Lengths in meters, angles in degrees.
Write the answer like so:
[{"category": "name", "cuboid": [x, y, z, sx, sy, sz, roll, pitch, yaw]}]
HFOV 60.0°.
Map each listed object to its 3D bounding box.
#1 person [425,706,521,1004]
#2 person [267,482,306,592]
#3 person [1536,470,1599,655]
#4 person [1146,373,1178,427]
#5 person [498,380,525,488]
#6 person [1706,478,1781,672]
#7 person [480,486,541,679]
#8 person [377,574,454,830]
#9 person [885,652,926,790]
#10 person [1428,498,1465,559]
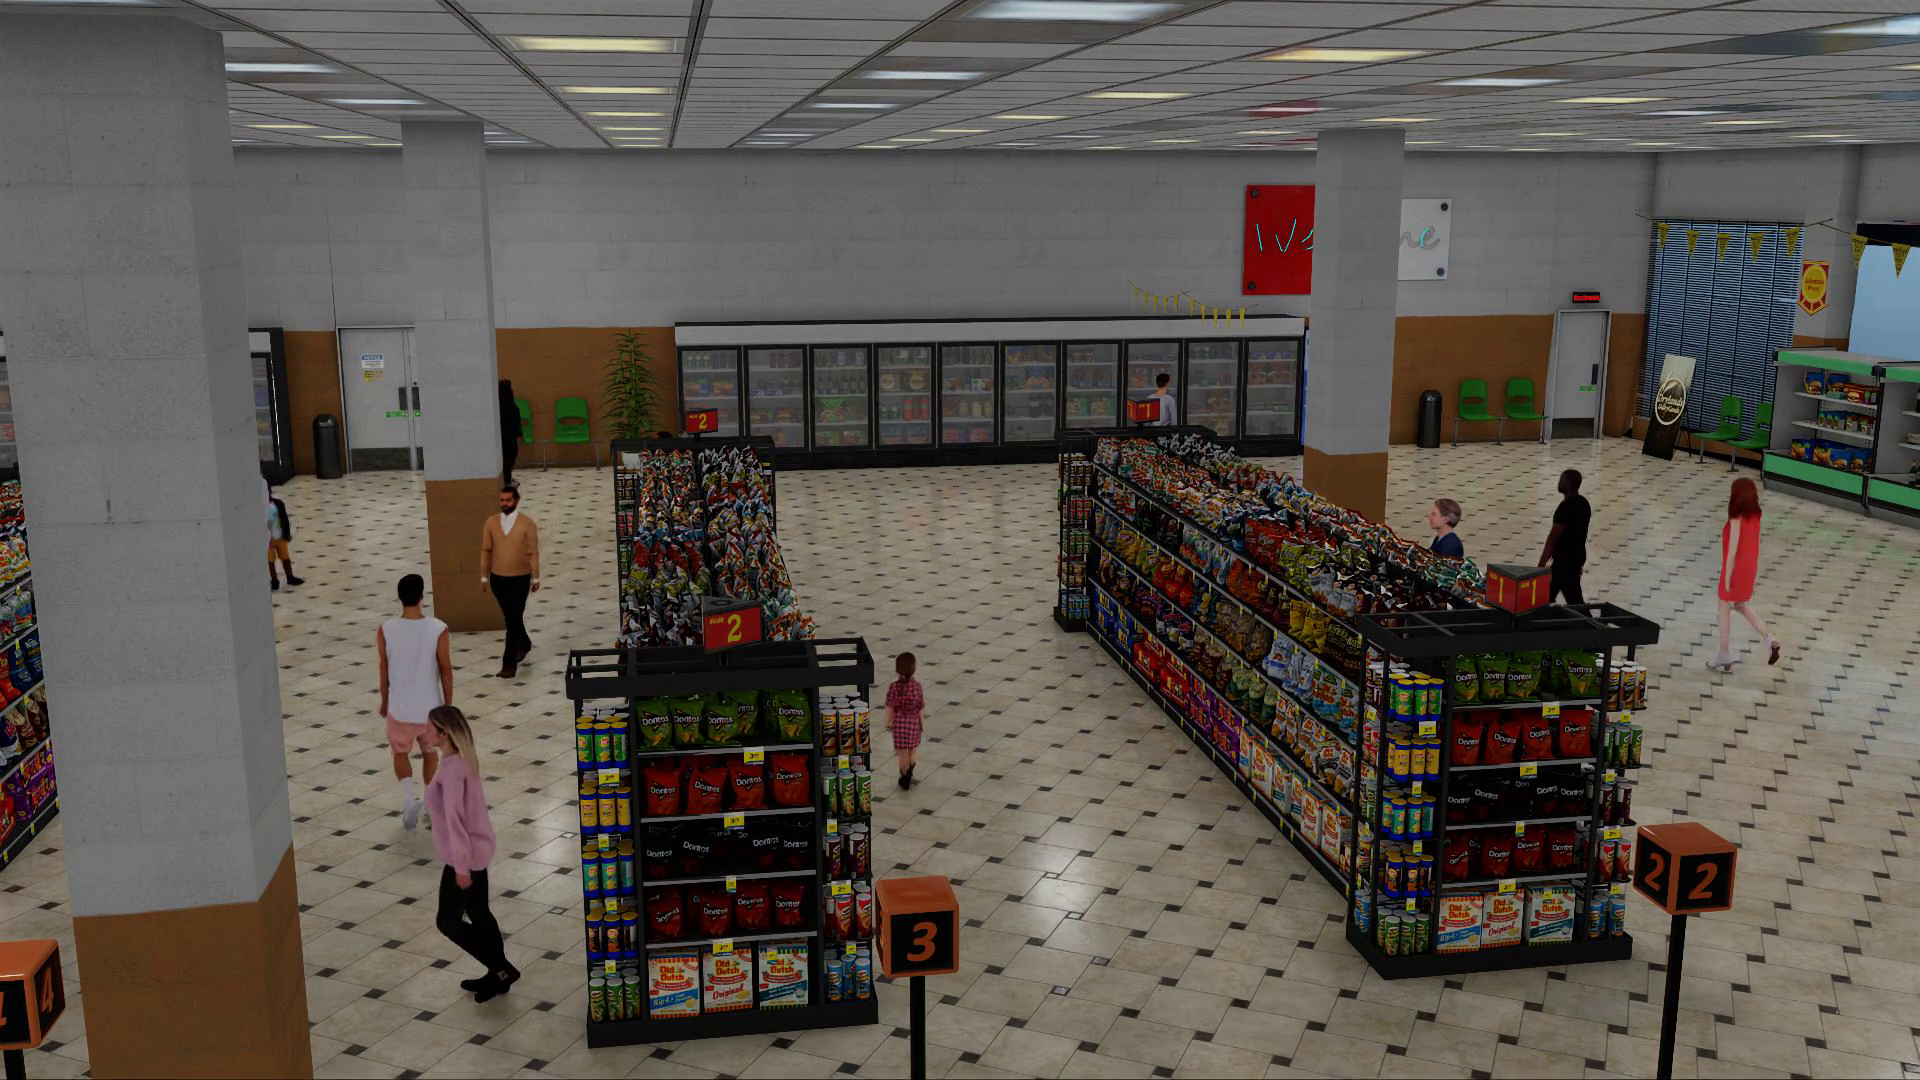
[{"category": "person", "cuboid": [-2.623, 1.712, 8.995, 0.669, 1.663, 0.598, -2, 12, -7]}, {"category": "person", "cuboid": [-7.577, -0.049, 18.376, 0.737, 1.243, 0.736, 9, 15, 35]}, {"category": "person", "cuboid": [5.763, 0.273, 15.560, 1.269, 1.774, 1.174, 9, 15, 38]}, {"category": "person", "cuboid": [2.840, -1.436, 23.501, 0.694, 1.847, 0.752, 8, 14, 34]}, {"category": "person", "cuboid": [-6.793, -1.566, 24.702, 0.816, 1.607, 0.706, -9, 15, -35]}, {"category": "person", "cuboid": [7.163, 0.351, 15.107, 0.808, 1.809, 1.000, -7, 14, -31]}, {"category": "person", "cuboid": [-4.100, 0.365, 15.276, 0.936, 1.711, 1.287, 2, 12, 8]}, {"category": "person", "cuboid": [-3.764, 1.141, 11.447, 0.738, 1.770, 0.965, -4, 12, -18]}, {"category": "person", "cuboid": [-0.397, 1.349, 12.305, 0.449, 1.010, 0.566, -3, 12, -15]}, {"category": "person", "cuboid": [4.035, 0.570, 13.920, 0.782, 1.868, 0.609, 2, 12, 11]}]
